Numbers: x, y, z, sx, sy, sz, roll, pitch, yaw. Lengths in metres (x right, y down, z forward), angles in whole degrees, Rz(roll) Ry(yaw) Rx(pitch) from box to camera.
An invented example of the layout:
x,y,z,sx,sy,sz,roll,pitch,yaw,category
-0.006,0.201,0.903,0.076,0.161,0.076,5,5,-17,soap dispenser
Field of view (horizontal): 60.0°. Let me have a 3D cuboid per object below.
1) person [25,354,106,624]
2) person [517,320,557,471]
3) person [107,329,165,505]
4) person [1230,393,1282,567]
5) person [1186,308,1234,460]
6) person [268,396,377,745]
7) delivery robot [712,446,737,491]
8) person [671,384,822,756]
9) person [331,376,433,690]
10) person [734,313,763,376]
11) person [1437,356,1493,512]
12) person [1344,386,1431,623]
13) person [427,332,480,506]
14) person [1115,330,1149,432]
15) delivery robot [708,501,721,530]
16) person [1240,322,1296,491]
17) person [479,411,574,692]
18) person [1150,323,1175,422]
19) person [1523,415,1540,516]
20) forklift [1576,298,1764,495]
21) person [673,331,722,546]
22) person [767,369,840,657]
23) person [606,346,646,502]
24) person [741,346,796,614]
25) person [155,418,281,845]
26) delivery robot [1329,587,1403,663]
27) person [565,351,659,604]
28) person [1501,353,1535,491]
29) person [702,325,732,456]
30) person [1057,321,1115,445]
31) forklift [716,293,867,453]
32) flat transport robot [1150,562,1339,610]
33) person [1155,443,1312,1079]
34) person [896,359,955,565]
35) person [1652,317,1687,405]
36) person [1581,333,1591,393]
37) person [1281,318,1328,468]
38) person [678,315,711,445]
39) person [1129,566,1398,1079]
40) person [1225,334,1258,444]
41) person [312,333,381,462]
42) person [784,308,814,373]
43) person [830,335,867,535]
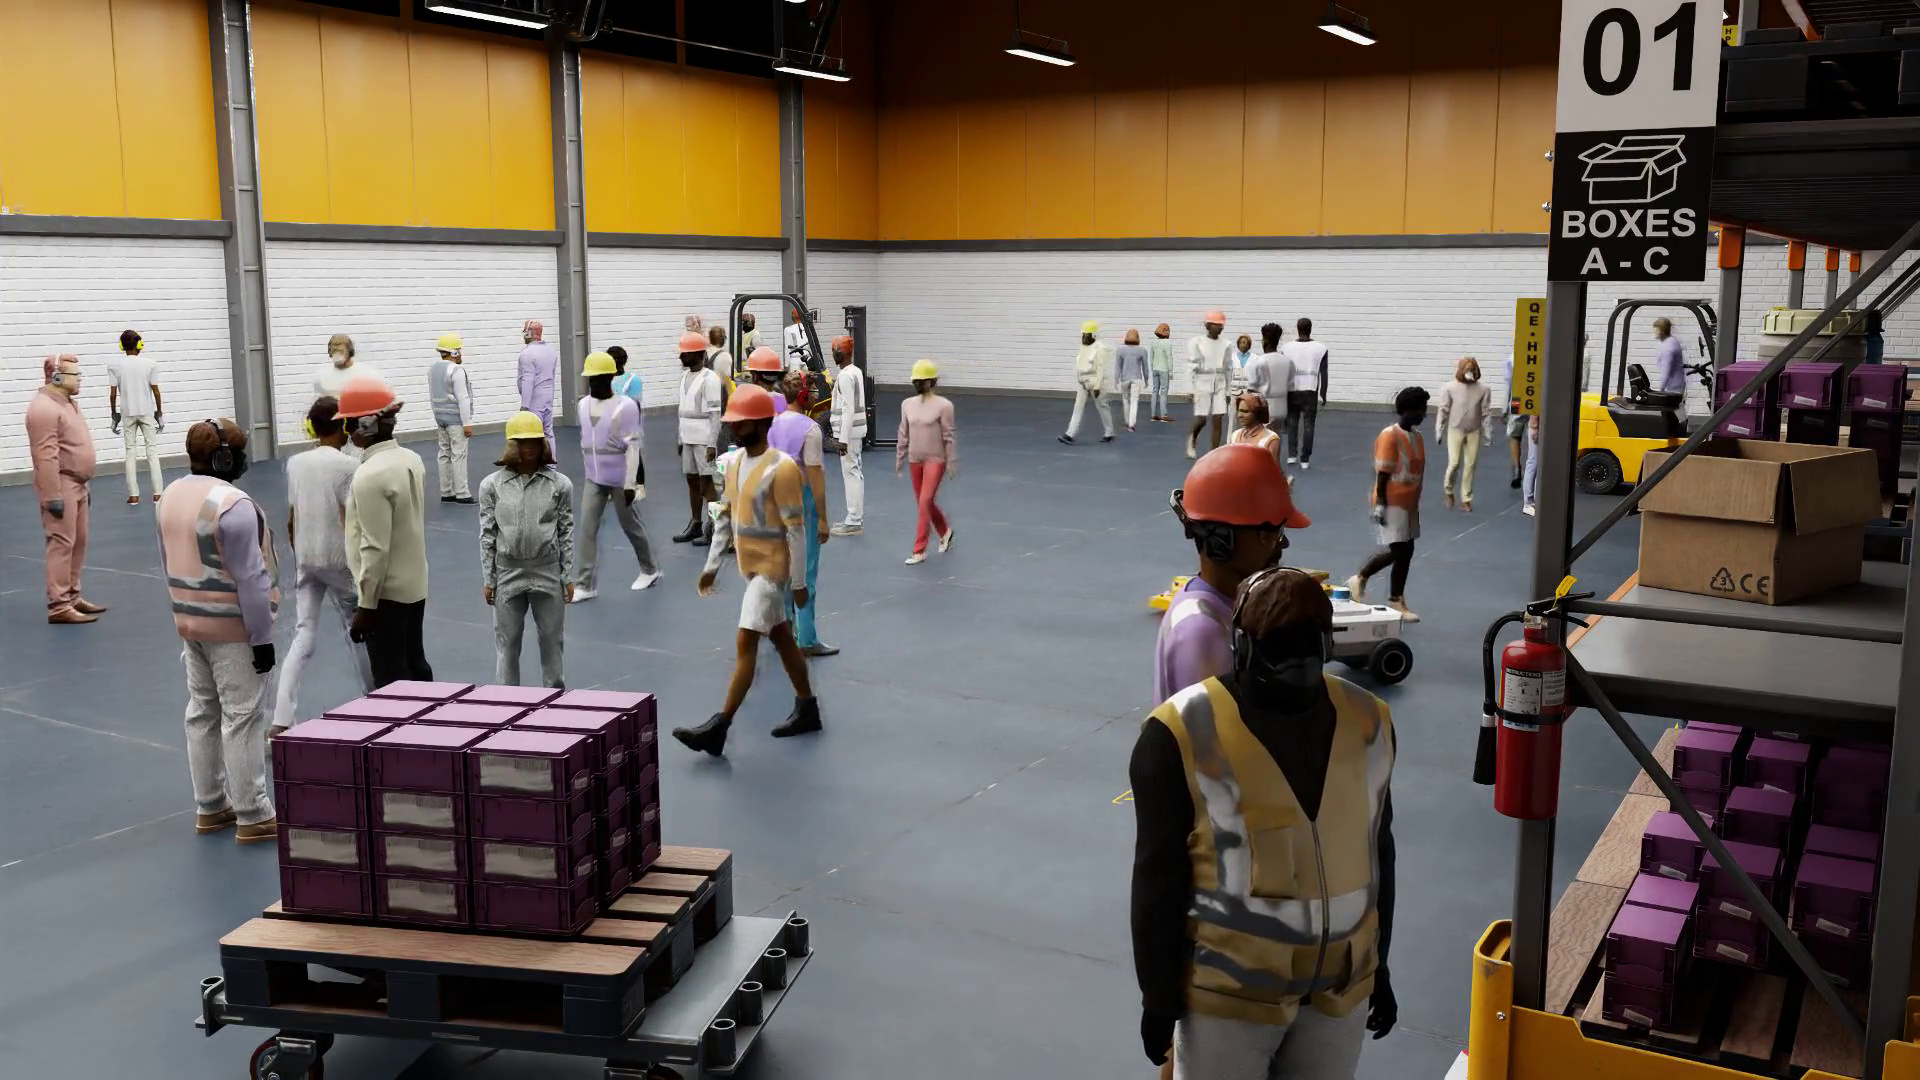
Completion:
x,y,z,sx,sy,sz,roll,pitch,yaw,category
-6.295,-0.359,11.724,0.396,1.898,0.642,-2,9,-13,person
-5.019,-1.636,19.648,0.408,1.906,0.654,3,9,16,person
-8.770,-1.306,17.727,0.519,1.865,0.331,-3,10,-21,person
2.065,-0.221,11.687,0.318,1.630,0.513,-5,10,-29,person
3.163,-1.935,21.158,0.625,2.022,0.641,-2,9,-14,person
-3.319,0.160,8.765,0.566,1.816,1.004,2,9,14,person
-2.498,-0.795,18.316,0.477,0.478,0.707,6,11,33,delivery robot
-1.095,0.148,8.564,0.983,1.886,0.555,-6,11,-34,person
-2.653,0.240,7.677,0.389,1.991,0.610,0,9,2,person
-3.290,-2.596,25.845,0.429,1.844,0.627,-5,11,-31,person
5.206,-1.092,17.153,0.537,1.614,0.336,0,9,2,person
3.055,-0.258,11.757,0.455,1.670,0.556,9,13,44,person
-5.350,-1.272,17.596,0.586,1.837,0.403,7,12,38,person
2.686,-2.488,25.980,0.517,1.584,0.866,2,9,11,person
-1.872,-0.234,14.812,0.707,0.478,0.477,-3,10,-17,delivery robot
3.321,-1.347,17.732,0.629,1.943,0.724,-6,11,-33,person
-2.255,0.198,8.705,0.487,1.746,0.289,-3,10,-18,person
3.361,-2.786,27.675,0.279,1.633,0.499,-7,11,-35,person
5.957,-1.124,16.887,0.522,1.769,0.318,-8,12,-40,person
7.954,-1.589,18.462,2.313,2.155,1.214,5,11,30,forklift
-2.389,-0.915,15.055,0.351,1.935,0.552,-9,13,-43,person
-1.051,-0.169,10.678,0.378,1.844,0.569,-8,12,-40,person
-3.633,-1.249,17.922,0.538,1.687,0.327,5,10,29,person
-1.374,-0.407,11.879,0.542,1.939,0.364,-9,13,-44,person
-3.164,0.392,7.199,0.626,1.844,0.429,6,11,33,person
2.294,0.530,10.045,0.707,0.478,0.477,-2,9,-13,delivery robot
-2.646,-0.500,12.650,0.601,1.885,0.971,5,10,28,person
6.377,-1.482,18.637,0.584,1.922,0.409,4,10,23,person
-3.023,-1.705,20.316,0.519,1.832,0.665,4,10,25,person
1.860,-2.233,23.774,0.985,1.777,0.607,-6,11,-34,person
-2.458,-2.344,23.176,2.313,2.155,1.214,0,9,-2,forklift
2.122,0.357,12.300,1.431,0.197,0.652,-8,12,-42,flat transport robot
0.671,0.772,4.193,0.373,2.042,0.614,2,9,11,person
-0.262,-0.693,14.309,0.534,1.736,0.828,6,11,32,person
9.257,-1.953,21.678,0.668,1.886,0.649,3,10,17,person
8.907,-2.213,24.175,0.770,1.614,0.522,-3,10,-21,person
4.381,-1.878,21.200,0.608,1.891,0.678,2,9,13,person
-3.736,-2.288,23.812,0.616,1.875,0.673,-4,10,-25,person
0.679,0.965,3.620,0.636,1.842,0.429,-3,10,-17,person
3.844,-1.986,22.659,0.514,1.643,0.307,2,9,11,person
-5.667,-0.977,15.508,0.643,1.922,0.560,1,9,5,person
-2.746,-3.018,28.350,0.576,1.882,0.355,-7,11,-35,person
-1.058,-0.981,15.636,0.362,1.883,0.575,1,9,5,person
